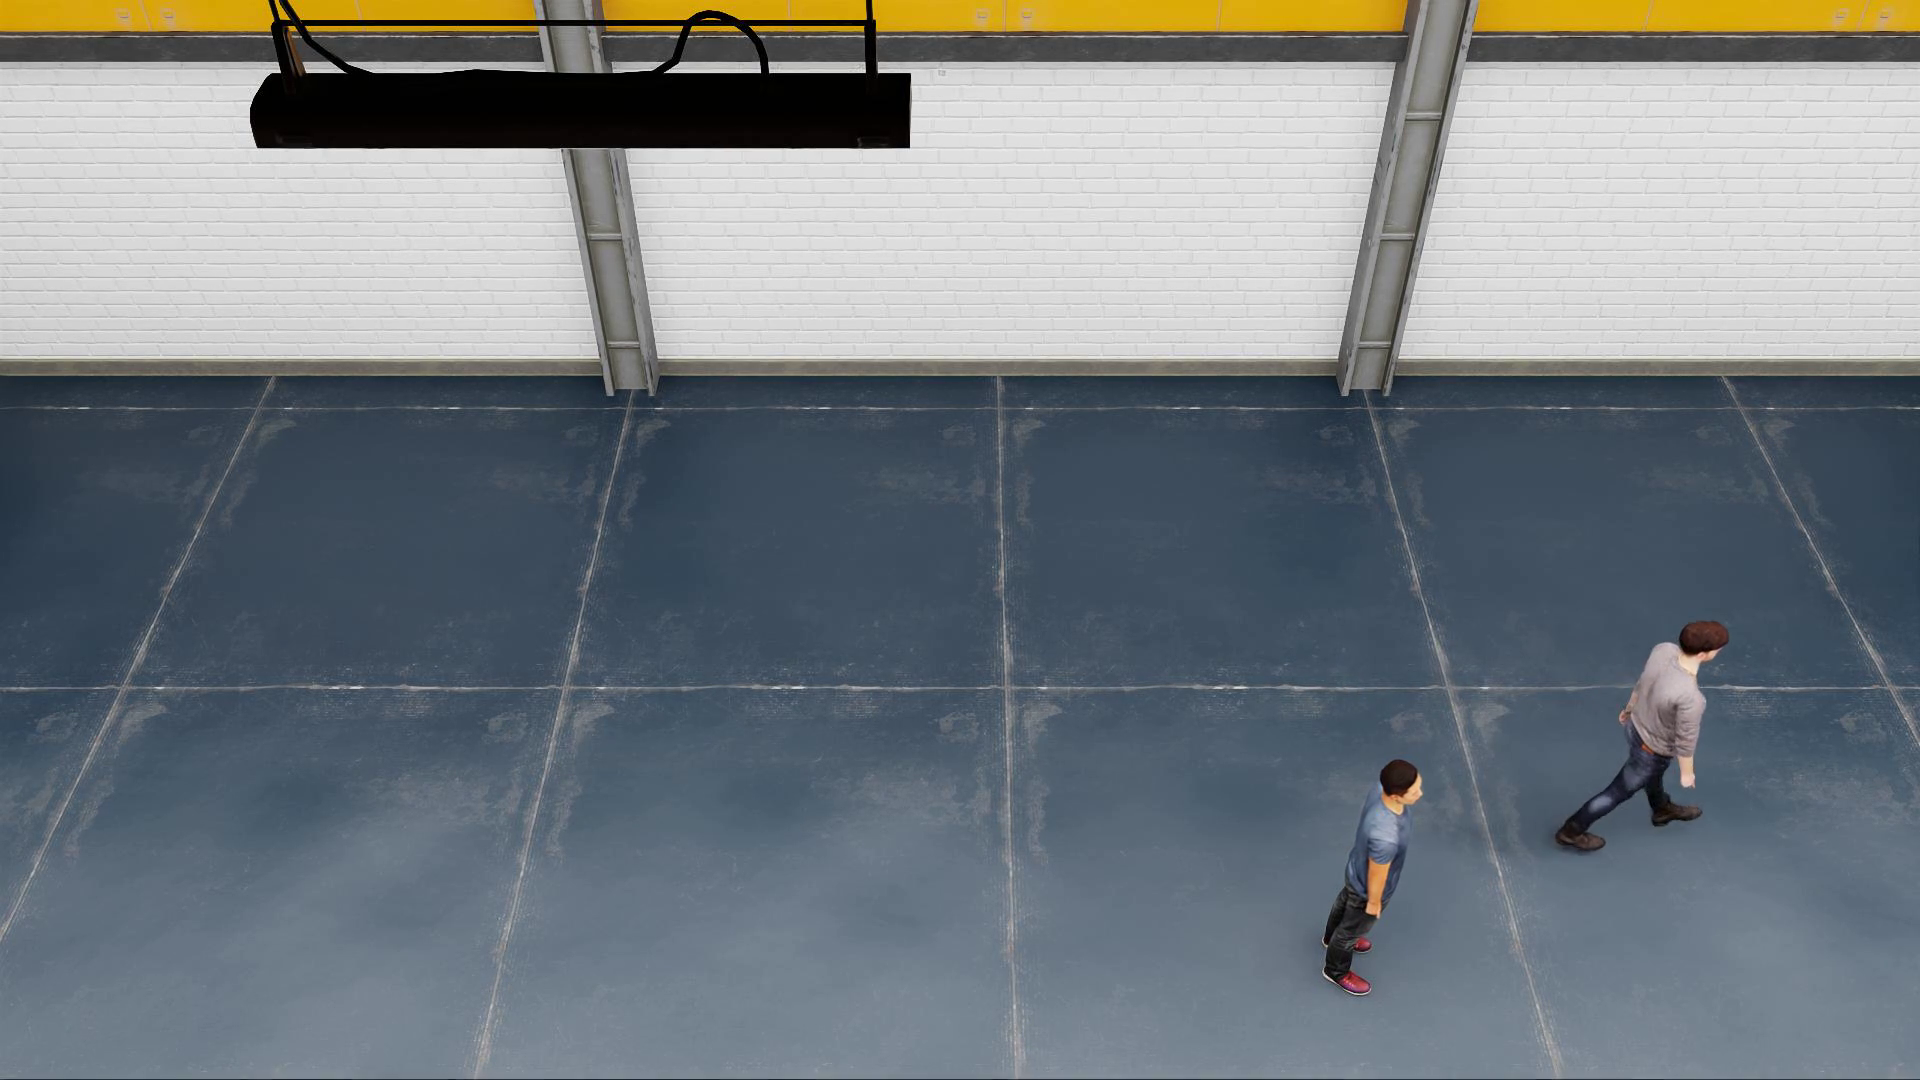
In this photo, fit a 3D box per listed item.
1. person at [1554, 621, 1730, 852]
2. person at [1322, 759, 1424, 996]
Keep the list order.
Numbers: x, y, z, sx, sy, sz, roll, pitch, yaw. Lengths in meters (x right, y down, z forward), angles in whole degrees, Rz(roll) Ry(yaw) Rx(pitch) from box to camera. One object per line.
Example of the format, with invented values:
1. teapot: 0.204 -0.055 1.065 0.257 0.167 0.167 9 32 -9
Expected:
1. person: 3.966 1.196 9.739 1.158 1.852 0.706 0 44 0
2. person: 2.257 1.807 9.128 0.629 1.809 0.707 10 45 10
